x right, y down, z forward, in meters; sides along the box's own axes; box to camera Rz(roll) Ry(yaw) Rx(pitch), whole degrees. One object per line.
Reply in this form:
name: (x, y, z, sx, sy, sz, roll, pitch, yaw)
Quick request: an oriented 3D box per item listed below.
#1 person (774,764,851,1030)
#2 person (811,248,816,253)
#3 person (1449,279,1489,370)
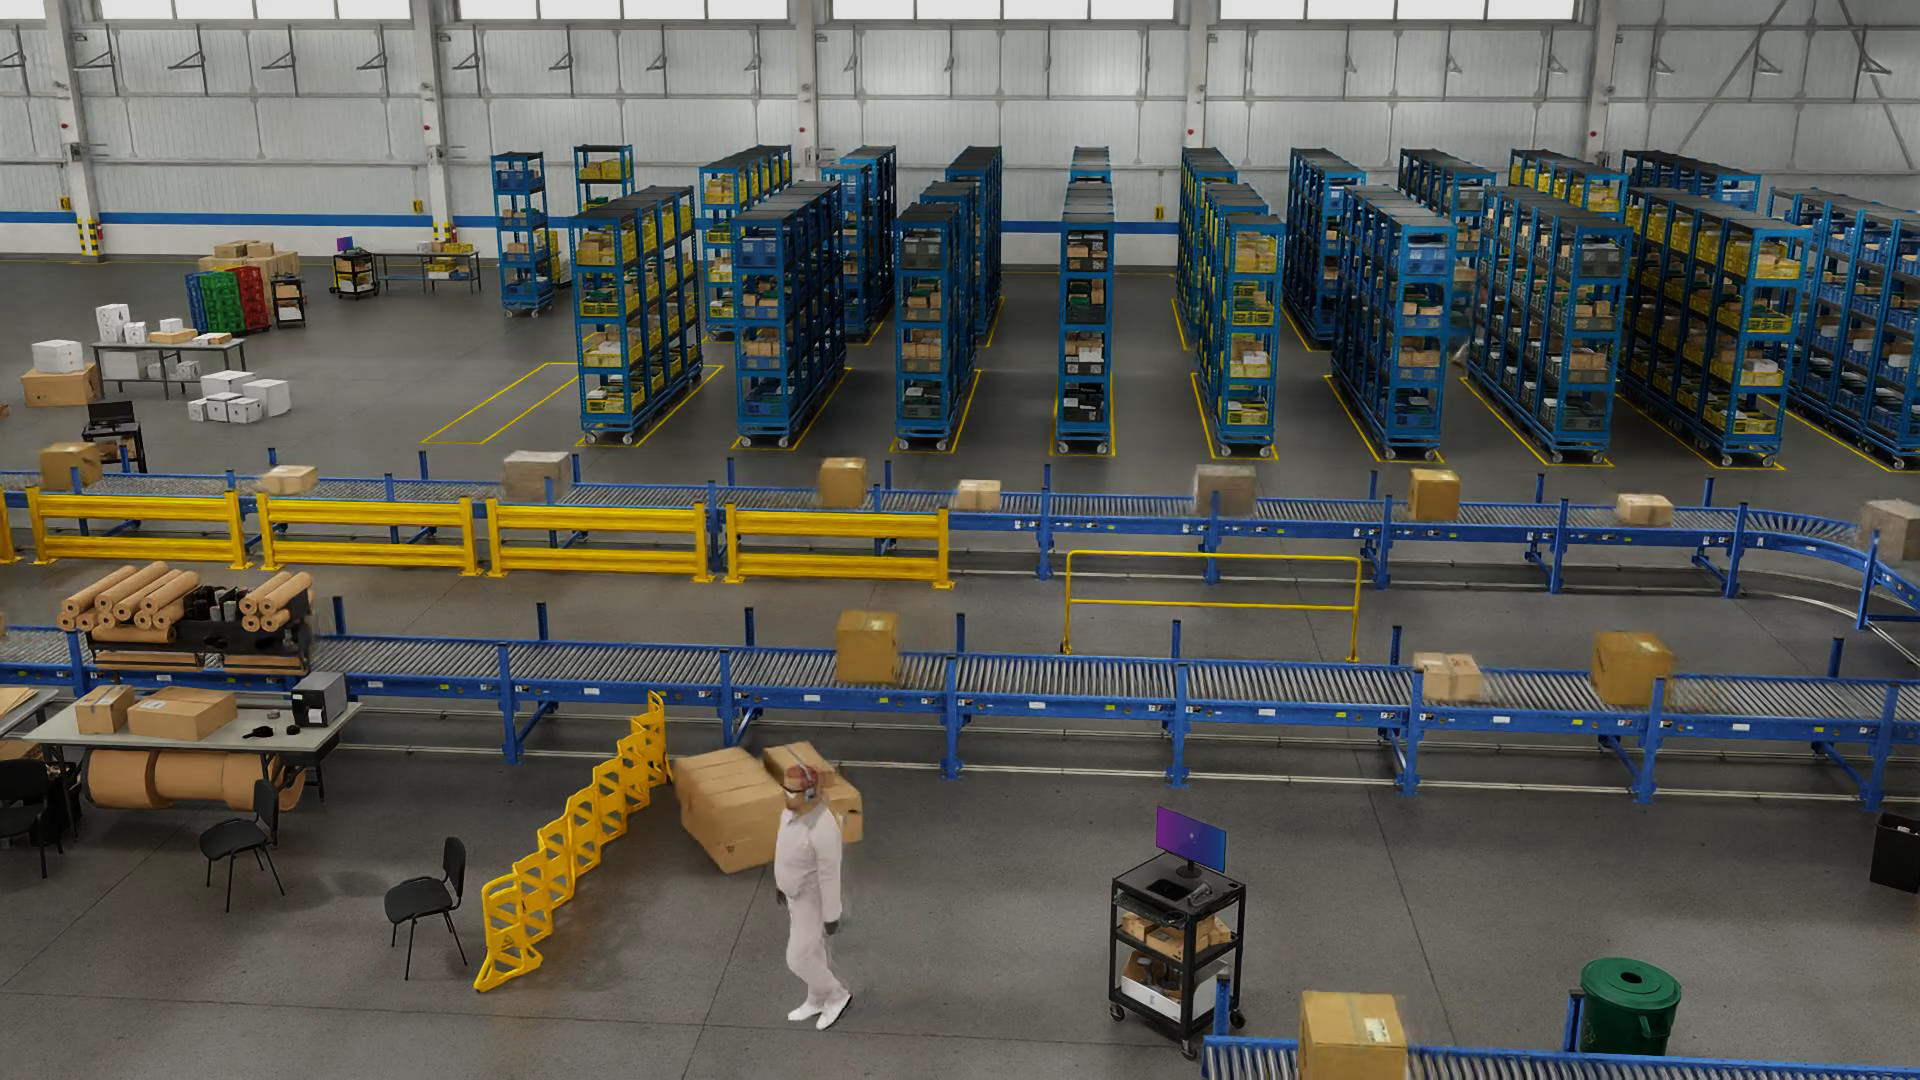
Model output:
person: (-1.025, 2.352, 10.989, 0.420, 1.898, 0.639, -8, 19, -24)
person: (-3.500, -6.719, 39.860, 0.372, 1.843, 0.570, -2, 18, -6)
person: (9.819, -4.140, 31.510, 1.003, 1.954, 0.628, 8, 19, 24)
